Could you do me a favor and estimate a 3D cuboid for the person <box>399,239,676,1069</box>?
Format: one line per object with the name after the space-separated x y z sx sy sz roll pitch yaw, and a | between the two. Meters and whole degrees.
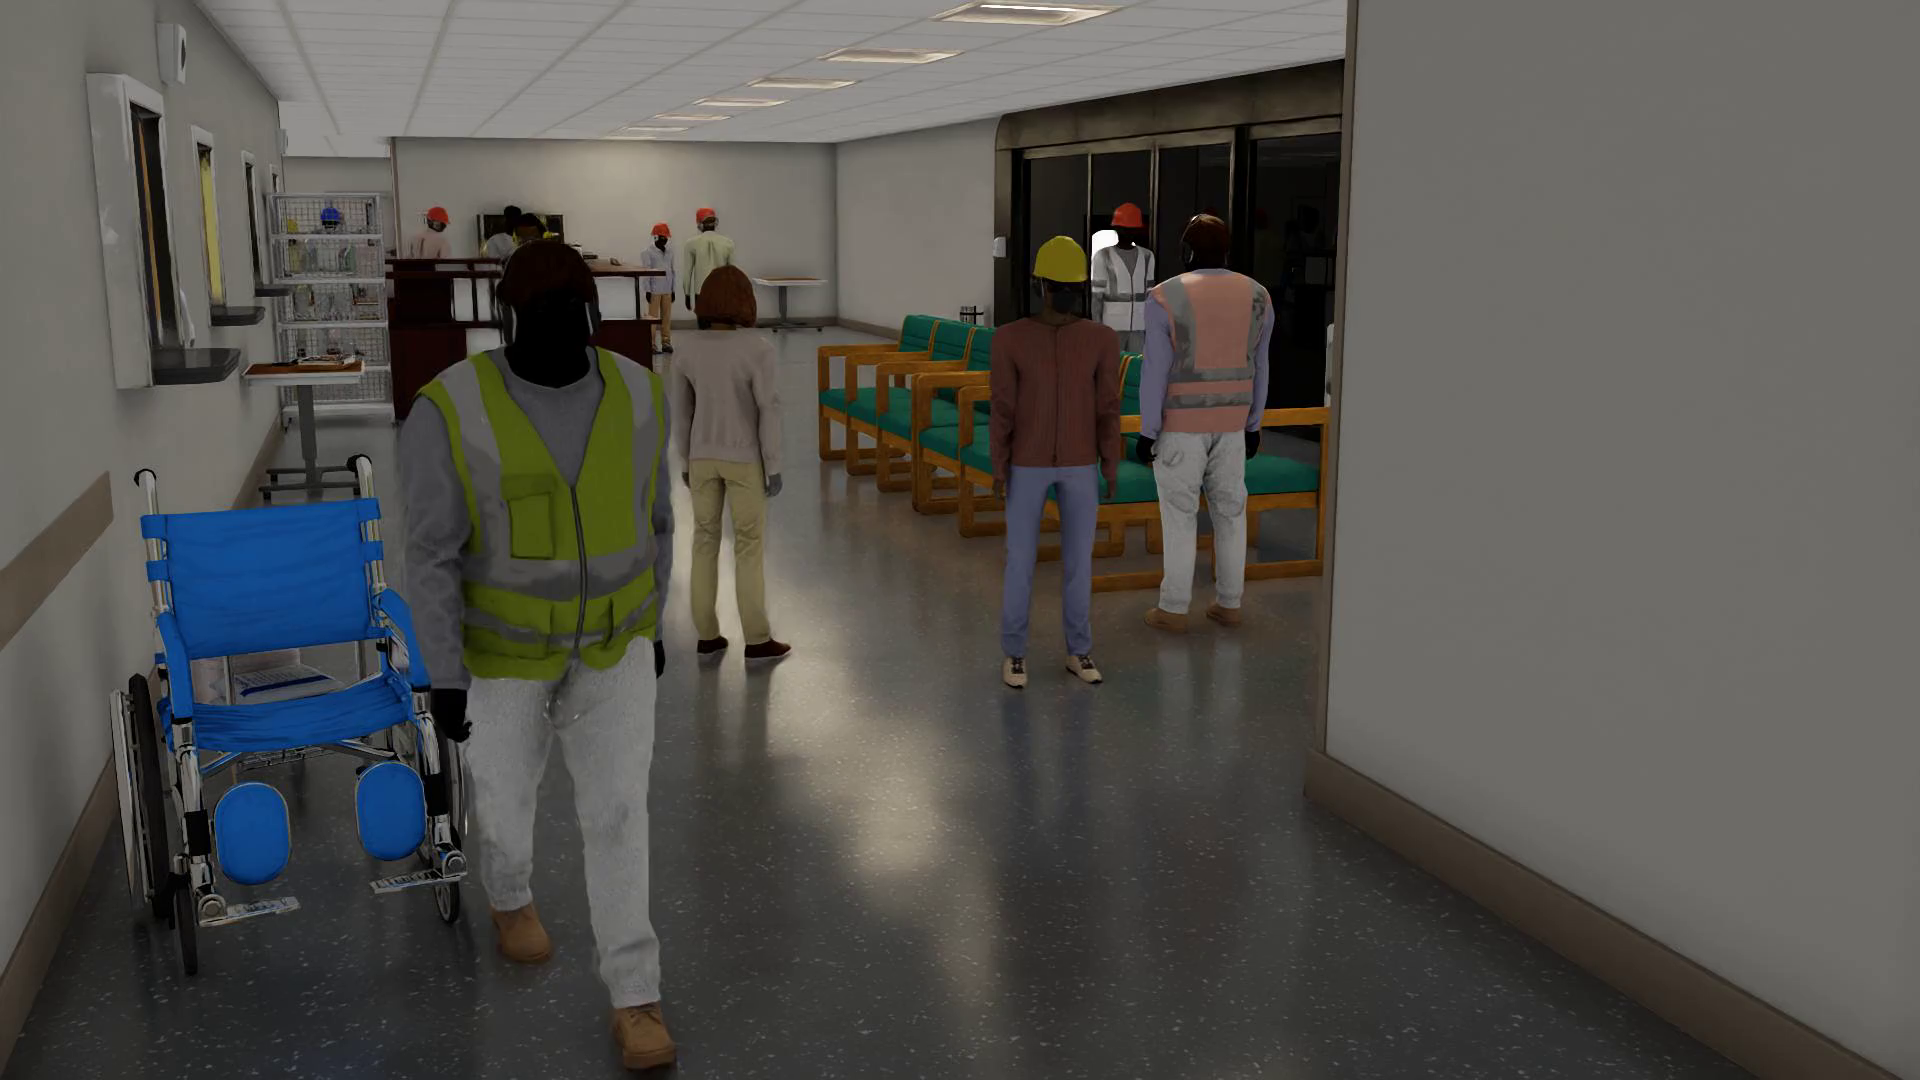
-0.944 0.217 3.802 0.634 1.789 0.975 -6 13 -28 | person

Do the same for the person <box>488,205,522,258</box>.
-5.524 -3.157 20.639 0.609 1.963 0.369 -6 13 -29 | person

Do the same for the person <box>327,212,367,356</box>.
-8.012 -3.298 21.564 0.548 1.879 0.686 -10 15 -40 | person

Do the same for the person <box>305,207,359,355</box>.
-7.483 -2.990 19.872 0.600 1.939 0.421 -2 11 -8 | person

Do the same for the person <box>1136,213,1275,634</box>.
1.056 -0.505 7.347 0.636 1.842 0.429 -4 12 -21 | person

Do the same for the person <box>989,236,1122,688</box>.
0.372 -0.289 6.466 0.522 1.760 0.343 -2 11 -9 | person

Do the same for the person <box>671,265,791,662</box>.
-0.955 -0.310 6.882 0.501 1.633 0.284 5 12 24 | person

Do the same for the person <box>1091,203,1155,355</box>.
1.322 -1.717 13.329 0.551 1.933 0.378 -4 12 -20 | person

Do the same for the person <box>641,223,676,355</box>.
-3.982 -3.345 22.169 0.352 1.743 0.564 8 14 35 | person

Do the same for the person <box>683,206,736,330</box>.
-2.853 -2.865 19.186 0.657 1.956 0.859 -4 12 -19 | person

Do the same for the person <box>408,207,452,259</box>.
-6.549 -3.153 20.679 0.639 1.931 0.961 7 13 33 | person
